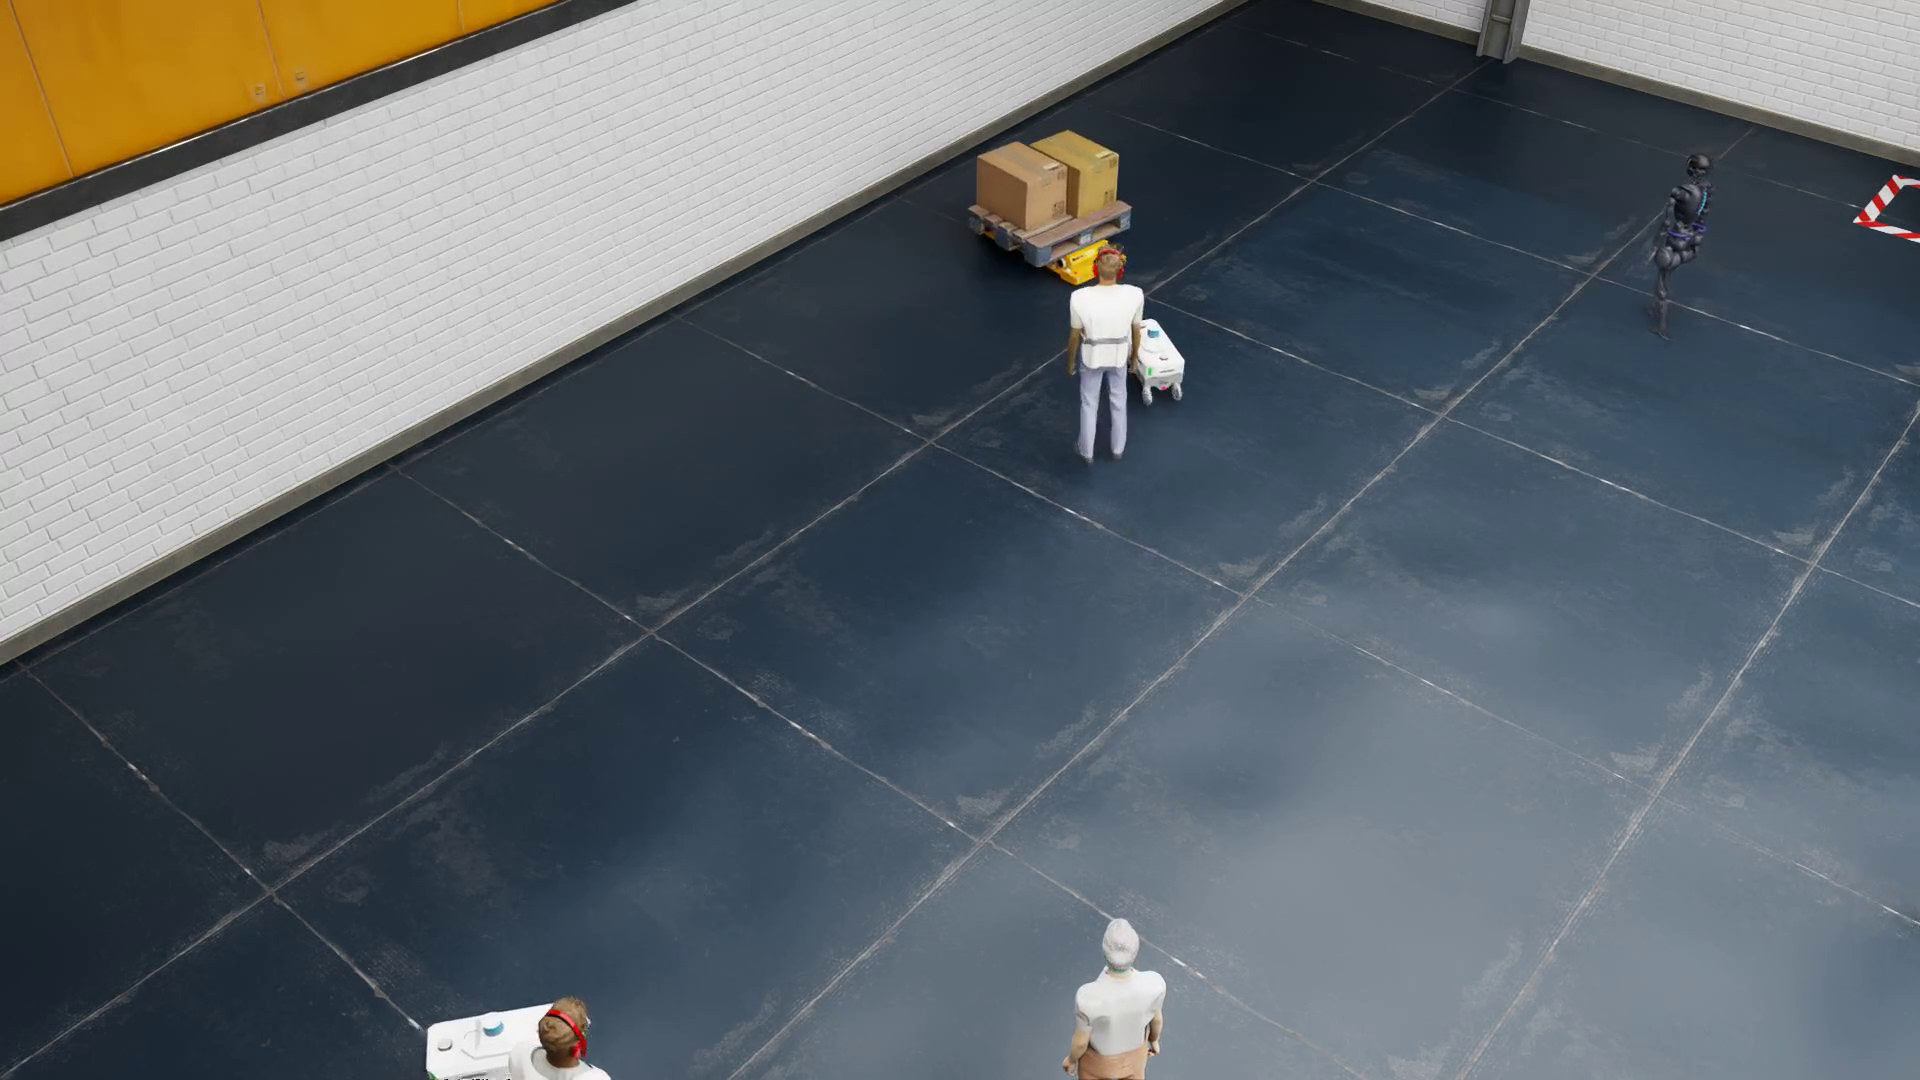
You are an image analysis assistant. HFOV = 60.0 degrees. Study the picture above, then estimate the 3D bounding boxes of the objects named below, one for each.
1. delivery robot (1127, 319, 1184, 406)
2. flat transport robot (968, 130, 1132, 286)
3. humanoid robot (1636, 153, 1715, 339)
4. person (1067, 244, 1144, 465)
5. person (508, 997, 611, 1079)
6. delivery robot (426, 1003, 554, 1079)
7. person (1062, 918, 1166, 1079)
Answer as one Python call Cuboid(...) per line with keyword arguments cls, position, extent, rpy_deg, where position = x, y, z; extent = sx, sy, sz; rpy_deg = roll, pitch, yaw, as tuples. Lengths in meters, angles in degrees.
Cuboid(cls="delivery robot", position=(1.599, -1.539, 13.977), extent=(0.499, 0.606, 0.794), rpy_deg=(-10, 40, -12))
Cuboid(cls="flat transport robot", position=(0.856, -2.871, 15.850), extent=(0.659, 0.231, 1.431), rpy_deg=(-28, 47, -30))
Cuboid(cls="humanoid robot", position=(6.145, -2.580, 14.381), extent=(0.610, 1.637, 0.626), rpy_deg=(-19, 43, -22))
Cuboid(cls="person", position=(1.108, -1.382, 12.747), extent=(0.569, 1.840, 0.373), rpy_deg=(-3, 39, -4))
Cuboid(cls="person", position=(-1.729, 2.763, 7.613), extent=(0.562, 1.833, 0.408), rpy_deg=(17, 42, 20))
Cuboid(cls="delivery robot", position=(-2.391, 2.690, 8.715), extent=(0.784, 0.589, 0.499), rpy_deg=(-7, 39, -9))
Cuboid(cls="person", position=(0.742, 2.463, 8.052), extent=(0.493, 1.743, 0.302), rpy_deg=(-10, 40, -12))
